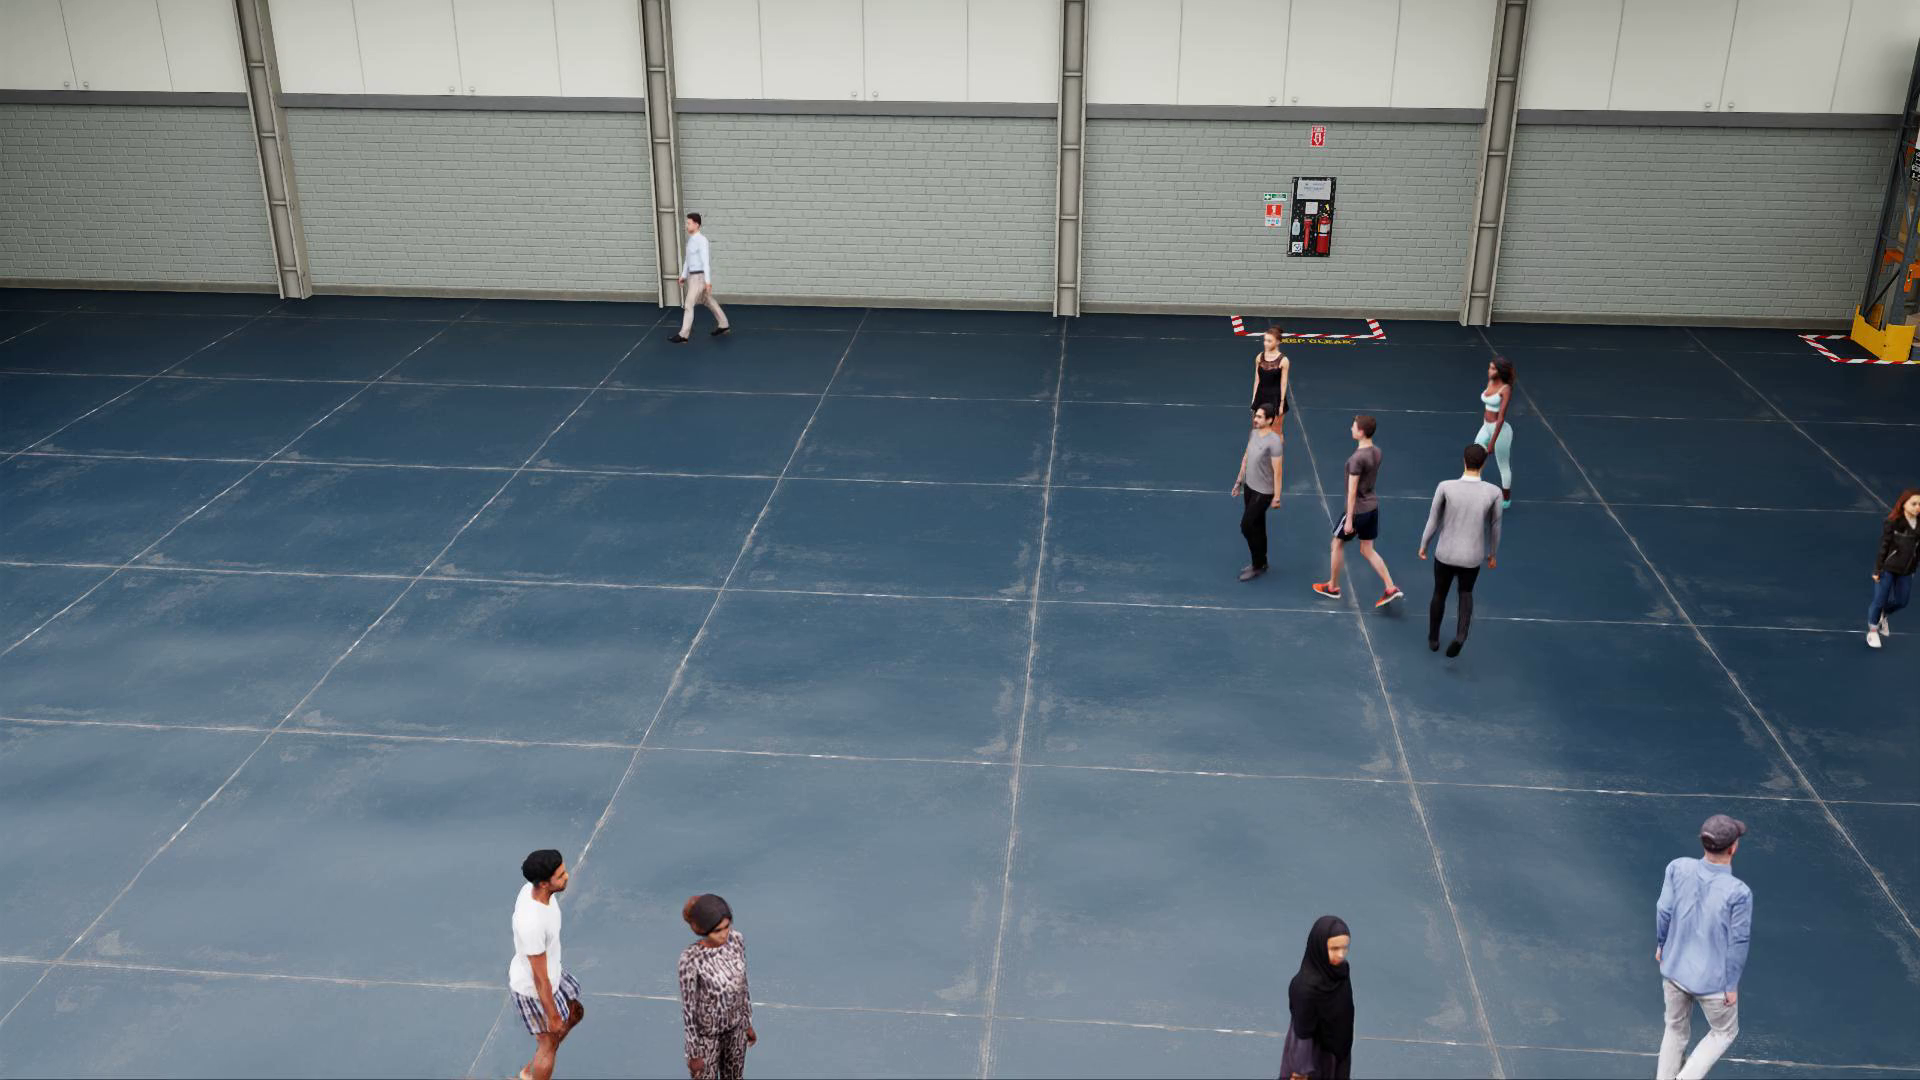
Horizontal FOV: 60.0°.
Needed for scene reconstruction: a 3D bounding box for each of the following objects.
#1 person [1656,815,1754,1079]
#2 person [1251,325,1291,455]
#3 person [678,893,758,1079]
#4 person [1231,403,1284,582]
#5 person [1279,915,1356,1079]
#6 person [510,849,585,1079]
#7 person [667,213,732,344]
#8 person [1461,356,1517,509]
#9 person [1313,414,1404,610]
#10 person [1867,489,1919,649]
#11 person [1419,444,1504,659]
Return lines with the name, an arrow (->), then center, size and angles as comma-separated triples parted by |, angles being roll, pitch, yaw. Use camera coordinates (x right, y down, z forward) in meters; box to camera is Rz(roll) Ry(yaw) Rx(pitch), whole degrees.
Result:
person -> 3.975, 2.361, 9.044 | 0.859, 1.876, 0.808 | -16, 28, -33
person -> 3.465, -1.566, 18.534 | 0.670, 1.676, 0.747 | 19, 30, 38
person -> -1.274, 2.588, 8.710 | 0.673, 1.718, 0.724 | -21, 31, -40
person -> 2.936, -0.484, 15.906 | 0.758, 1.740, 0.727 | -7, 24, -16
person -> 1.859, 2.656, 8.684 | 0.763, 1.615, 0.716 | 21, 31, 40
person -> -2.371, 2.432, 9.098 | 0.725, 1.702, 0.760 | -2, 23, -6
person -> -3.583, -3.659, 23.301 | 1.307, 1.796, 1.077 | -11, 25, -24
person -> 5.657, -1.073, 17.365 | 1.142, 1.682, 0.834 | -6, 24, -14
person -> 3.734, -0.228, 15.198 | 1.232, 1.823, 1.116 | 20, 30, 38
person -> 8.173, 0.215, 14.606 | 0.557, 1.472, 0.643 | 1, 23, 1
person -> 4.294, 0.140, 14.232 | 0.871, 1.902, 0.912 | 3, 23, 7
